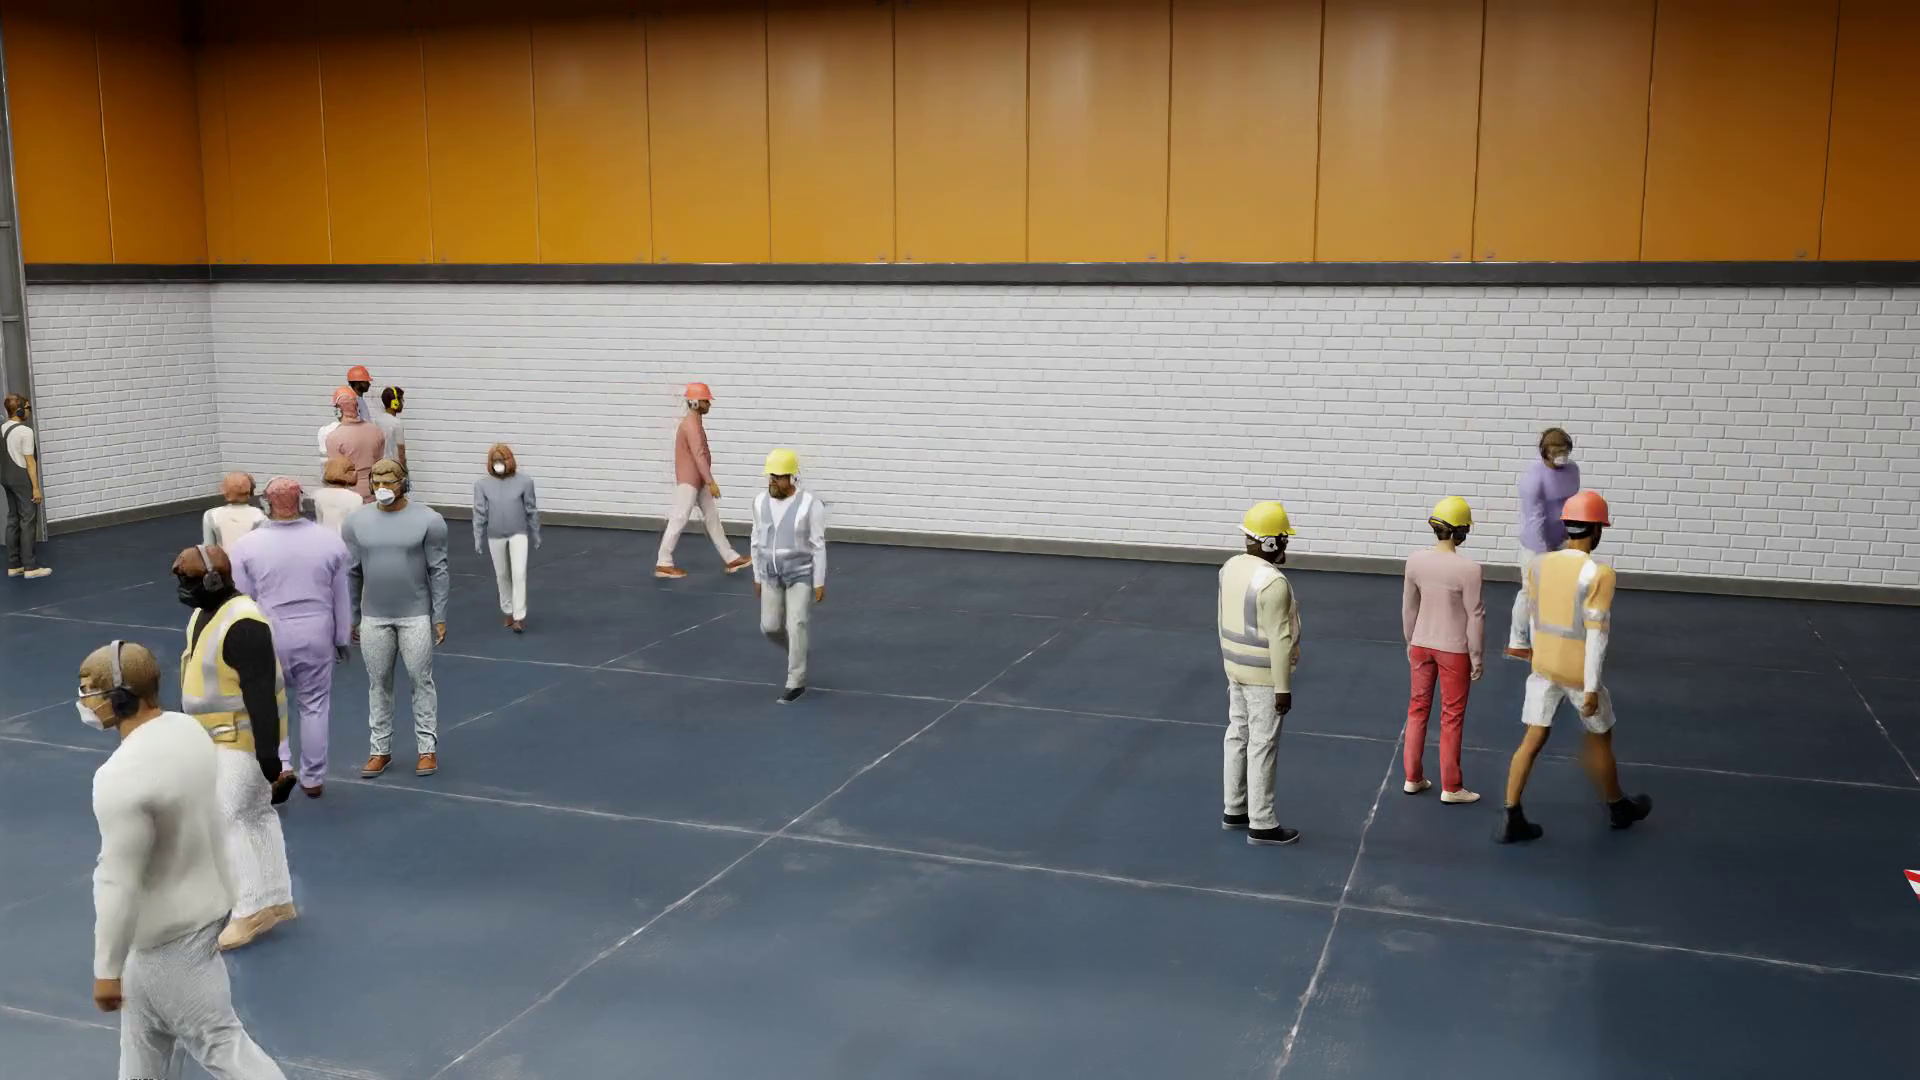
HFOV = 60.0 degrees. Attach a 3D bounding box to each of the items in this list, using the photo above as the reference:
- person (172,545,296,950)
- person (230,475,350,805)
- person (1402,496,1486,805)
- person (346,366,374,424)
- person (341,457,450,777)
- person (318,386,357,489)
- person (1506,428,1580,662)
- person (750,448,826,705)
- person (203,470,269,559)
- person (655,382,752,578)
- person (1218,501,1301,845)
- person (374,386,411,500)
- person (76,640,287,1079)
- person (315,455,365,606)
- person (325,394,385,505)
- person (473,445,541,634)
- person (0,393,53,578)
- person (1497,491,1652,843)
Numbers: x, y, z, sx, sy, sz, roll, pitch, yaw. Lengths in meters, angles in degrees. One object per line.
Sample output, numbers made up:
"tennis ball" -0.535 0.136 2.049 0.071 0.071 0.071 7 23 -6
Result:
"person" -3.337 0.920 7.568 0.579 1.816 0.647 -6 11 -35
"person" -3.797 0.574 9.468 0.658 1.893 0.503 -6 11 -33
"person" 2.776 0.627 9.530 0.311 1.768 0.531 -7 12 -38
"person" -7.054 -1.082 19.597 0.364 1.939 0.542 -3 10 -19
"person" -3.392 0.462 10.019 0.630 1.940 0.371 -1 9 -6
"person" -5.909 -0.521 16.117 0.542 1.939 0.365 -5 10 -26
"person" 4.512 0.075 12.622 0.690 1.874 0.858 -5 10 -26
"person" -1.192 0.234 11.827 0.606 1.817 0.570 4 10 23
"person" -5.166 0.313 11.932 0.524 1.616 0.634 -2 9 -10
"person" -2.570 -0.590 16.522 1.042 1.936 0.633 -1 9 -4
"person" 1.607 0.699 8.872 0.404 1.830 0.602 -3 10 -19
"person" -6.065 -0.701 17.587 0.804 1.841 0.498 -9 13 -43
"person" -2.512 1.242 5.383 1.001 1.888 0.641 -1 9 -4
"person" -4.929 0.122 13.195 0.506 1.593 0.840 4 10 22
"person" -5.675 -0.410 15.552 0.406 1.902 0.639 5 10 29
"person" -3.818 -0.004 13.985 0.521 1.580 0.857 -1 9 -8
"person" -9.327 -0.533 16.526 0.501 1.839 0.341 6 11 31
"person" 3.290 0.675 8.909 1.002 1.870 0.567 -5 11 -29
